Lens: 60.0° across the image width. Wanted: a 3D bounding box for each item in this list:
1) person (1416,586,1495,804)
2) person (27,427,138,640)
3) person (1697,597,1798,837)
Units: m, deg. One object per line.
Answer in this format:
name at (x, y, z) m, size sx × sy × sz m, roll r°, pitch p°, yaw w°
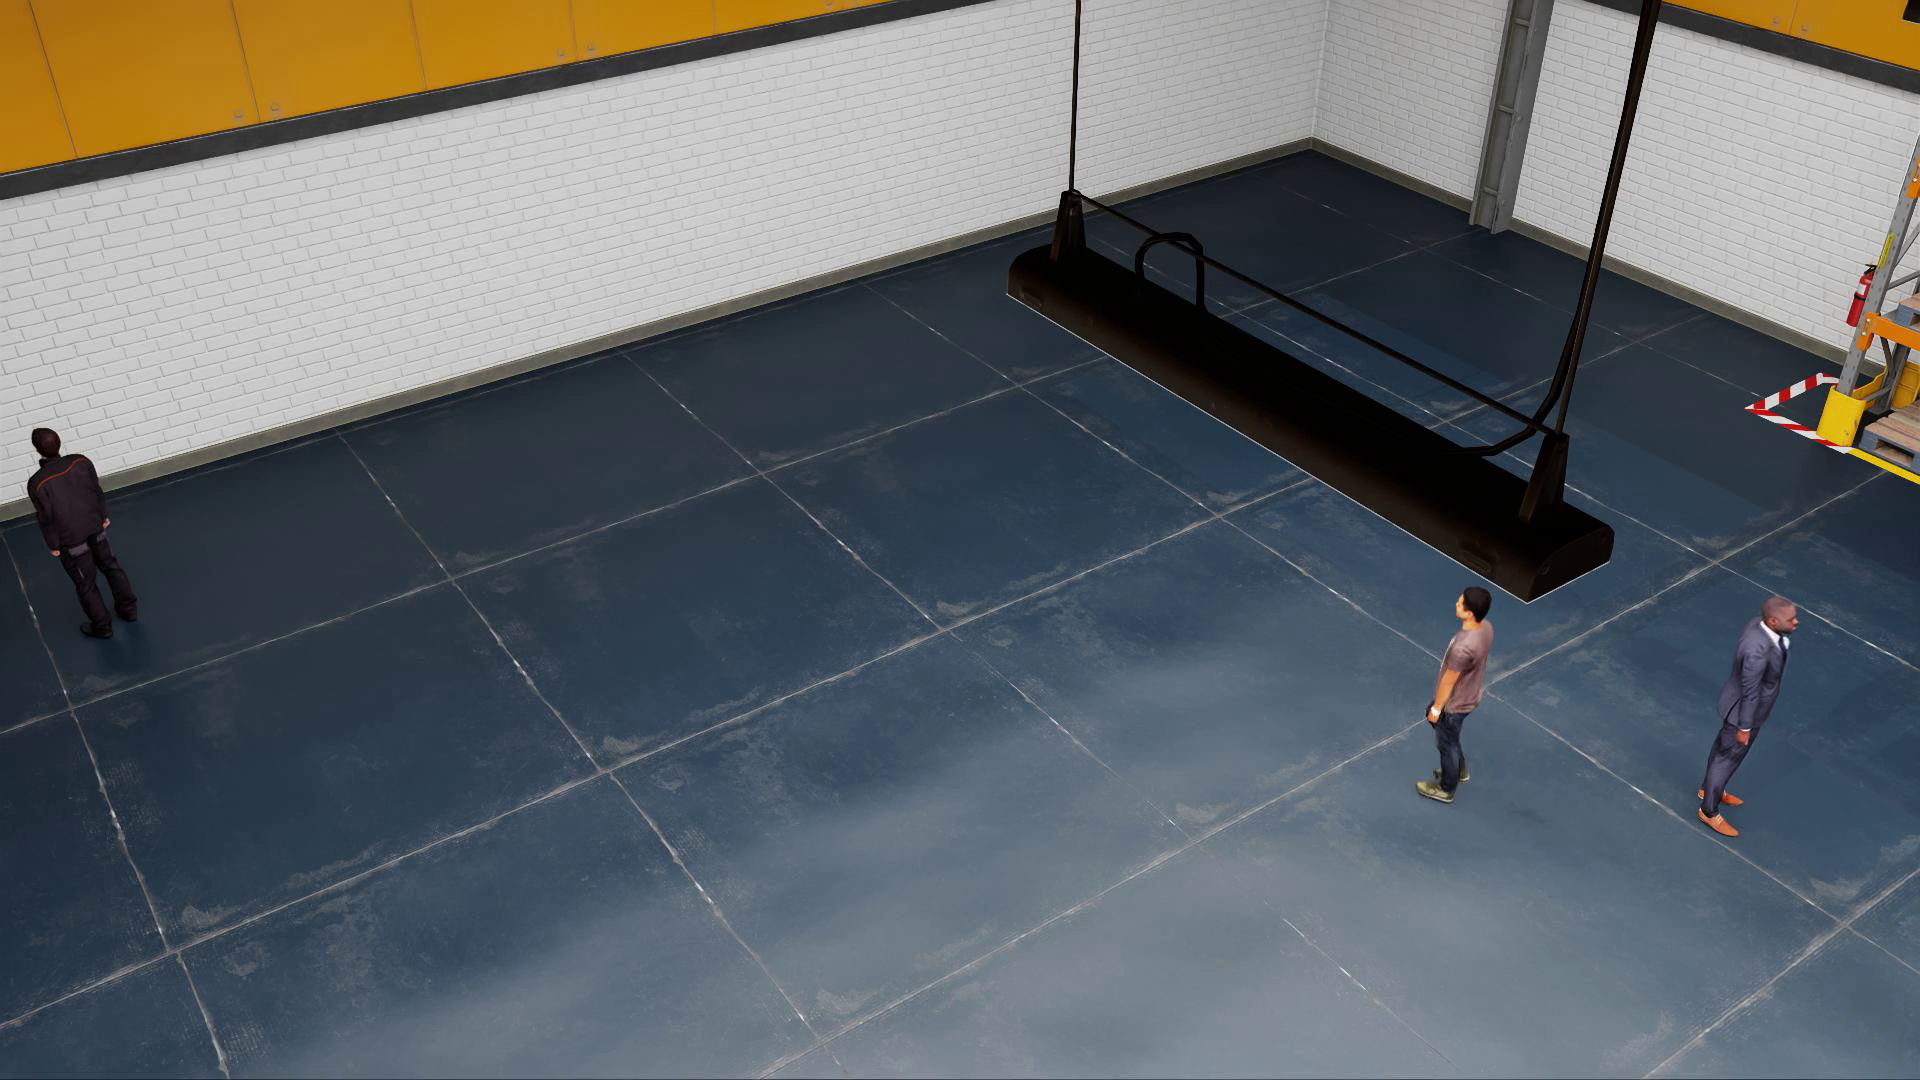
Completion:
person at (3.480, 1.095, 11.347) m, size 0.765 × 1.769 × 0.745 m, roll 17°, pitch 37°, yaw 24°
person at (-6.905, -0.065, 13.031) m, size 0.758 × 1.838 × 0.799 m, roll 16°, pitch 37°, yaw 22°
person at (5.297, 1.139, 11.231) m, size 0.776 × 1.824 × 0.783 m, roll 16°, pitch 37°, yaw 23°
